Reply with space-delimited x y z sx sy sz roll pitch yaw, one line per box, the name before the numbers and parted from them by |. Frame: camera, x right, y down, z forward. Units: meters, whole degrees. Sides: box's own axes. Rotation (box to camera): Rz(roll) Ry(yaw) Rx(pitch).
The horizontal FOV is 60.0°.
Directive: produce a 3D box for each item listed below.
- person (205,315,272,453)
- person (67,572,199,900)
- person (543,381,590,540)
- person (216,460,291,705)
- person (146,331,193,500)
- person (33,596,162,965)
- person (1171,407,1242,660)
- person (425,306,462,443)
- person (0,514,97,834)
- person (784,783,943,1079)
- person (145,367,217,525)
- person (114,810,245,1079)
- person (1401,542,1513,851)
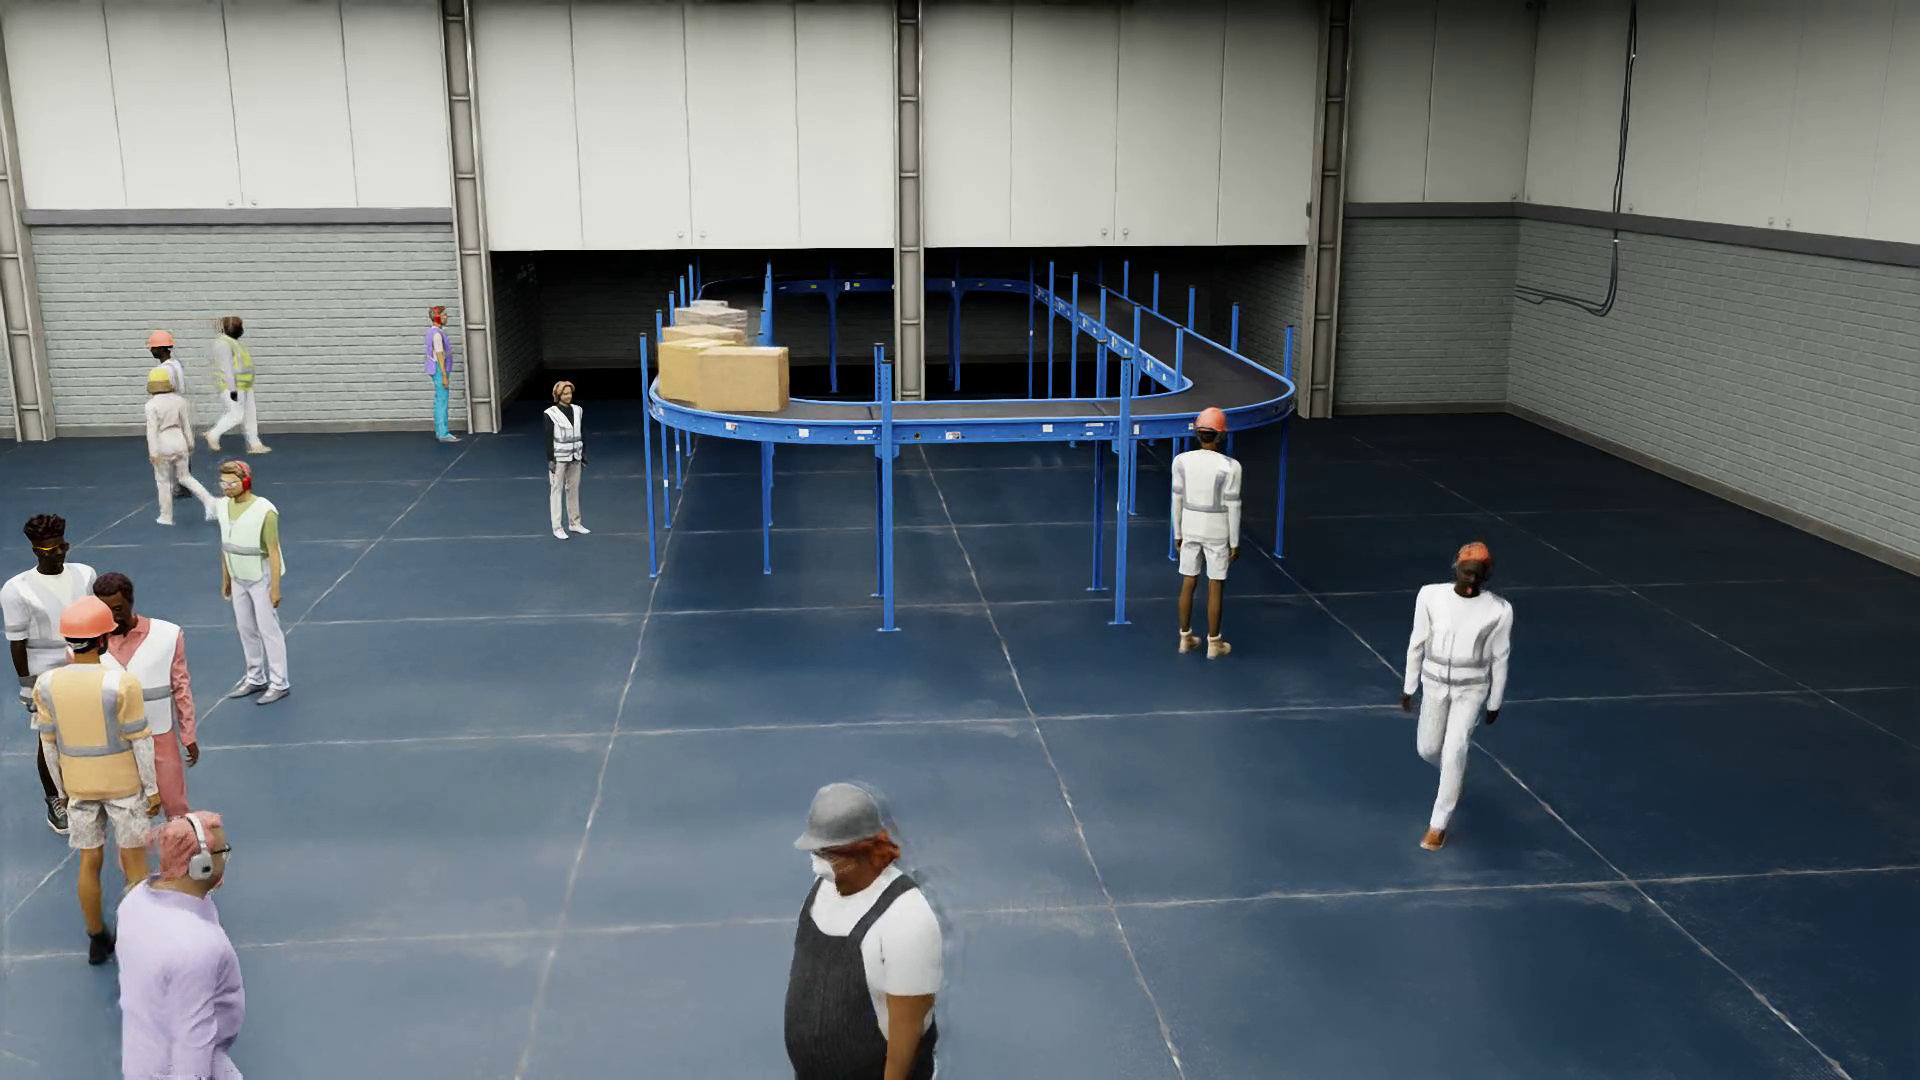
person | -9.438 -2.005 21.608 0.707 1.825 0.637 -1 14 -4
person | -4.500 1.080 9.109 0.603 1.906 0.387 -5 15 -18
person | -4.104 -0.842 17.335 0.309 1.641 0.513 10 17 33
person | -5.242 0.299 12.372 0.572 1.839 0.387 7 16 27
person | -9.071 -1.434 19.100 0.359 1.938 0.547 -4 15 -17
person | -4.337 1.228 8.452 0.545 1.938 0.360 0 14 0
person | 1.985 -0.055 13.398 0.608 2.039 0.398 10 17 34
person | -7.039 -2.245 22.523 0.389 1.850 0.566 -6 15 -24
person | -5.460 0.795 10.137 0.366 1.960 0.607 7 16 25
person | -0.311 1.779 6.038 1.046 2.000 0.690 -12 18 -40
person | -8.386 -0.990 17.783 0.666 1.713 0.516 7 16 26
person | -2.831 1.898 5.951 0.645 1.863 0.951 12 19 41
person | 2.984 0.887 9.979 0.595 1.858 0.729 9 16 31
